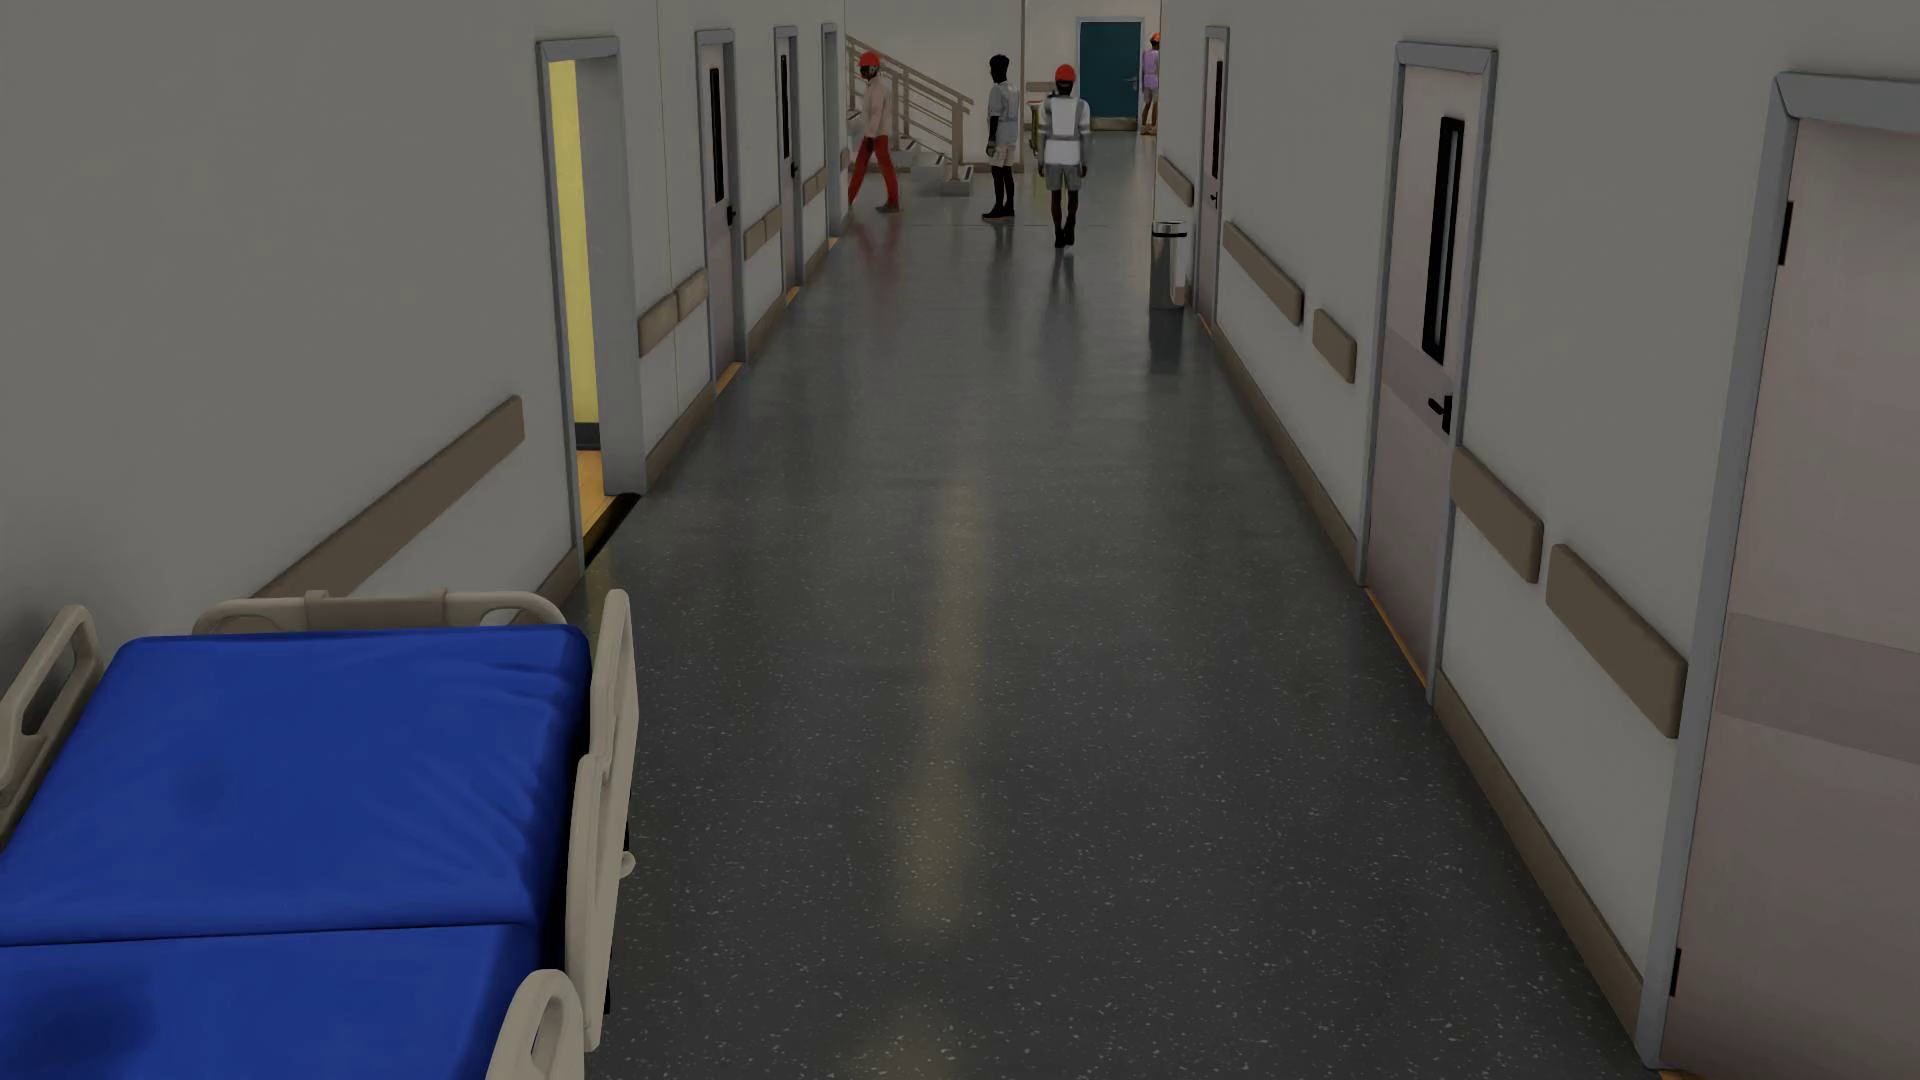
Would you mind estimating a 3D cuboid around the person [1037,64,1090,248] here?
[{"bbox_3d":[1.084,-4.037,17.582,0.553,1.917,0.520,1,18,3],"label":"person"}]

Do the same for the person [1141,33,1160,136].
[{"bbox_3d":[3.948,-9.241,33.768,0.409,2.028,0.613,-15,23,-39],"label":"person"}]

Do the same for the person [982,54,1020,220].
[{"bbox_3d":[0.504,-4.866,20.131,0.384,1.953,0.618,9,20,26],"label":"person"}]

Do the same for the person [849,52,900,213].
[{"bbox_3d":[-1.195,-5.044,20.679,0.961,1.950,0.647,-5,18,-15],"label":"person"}]
